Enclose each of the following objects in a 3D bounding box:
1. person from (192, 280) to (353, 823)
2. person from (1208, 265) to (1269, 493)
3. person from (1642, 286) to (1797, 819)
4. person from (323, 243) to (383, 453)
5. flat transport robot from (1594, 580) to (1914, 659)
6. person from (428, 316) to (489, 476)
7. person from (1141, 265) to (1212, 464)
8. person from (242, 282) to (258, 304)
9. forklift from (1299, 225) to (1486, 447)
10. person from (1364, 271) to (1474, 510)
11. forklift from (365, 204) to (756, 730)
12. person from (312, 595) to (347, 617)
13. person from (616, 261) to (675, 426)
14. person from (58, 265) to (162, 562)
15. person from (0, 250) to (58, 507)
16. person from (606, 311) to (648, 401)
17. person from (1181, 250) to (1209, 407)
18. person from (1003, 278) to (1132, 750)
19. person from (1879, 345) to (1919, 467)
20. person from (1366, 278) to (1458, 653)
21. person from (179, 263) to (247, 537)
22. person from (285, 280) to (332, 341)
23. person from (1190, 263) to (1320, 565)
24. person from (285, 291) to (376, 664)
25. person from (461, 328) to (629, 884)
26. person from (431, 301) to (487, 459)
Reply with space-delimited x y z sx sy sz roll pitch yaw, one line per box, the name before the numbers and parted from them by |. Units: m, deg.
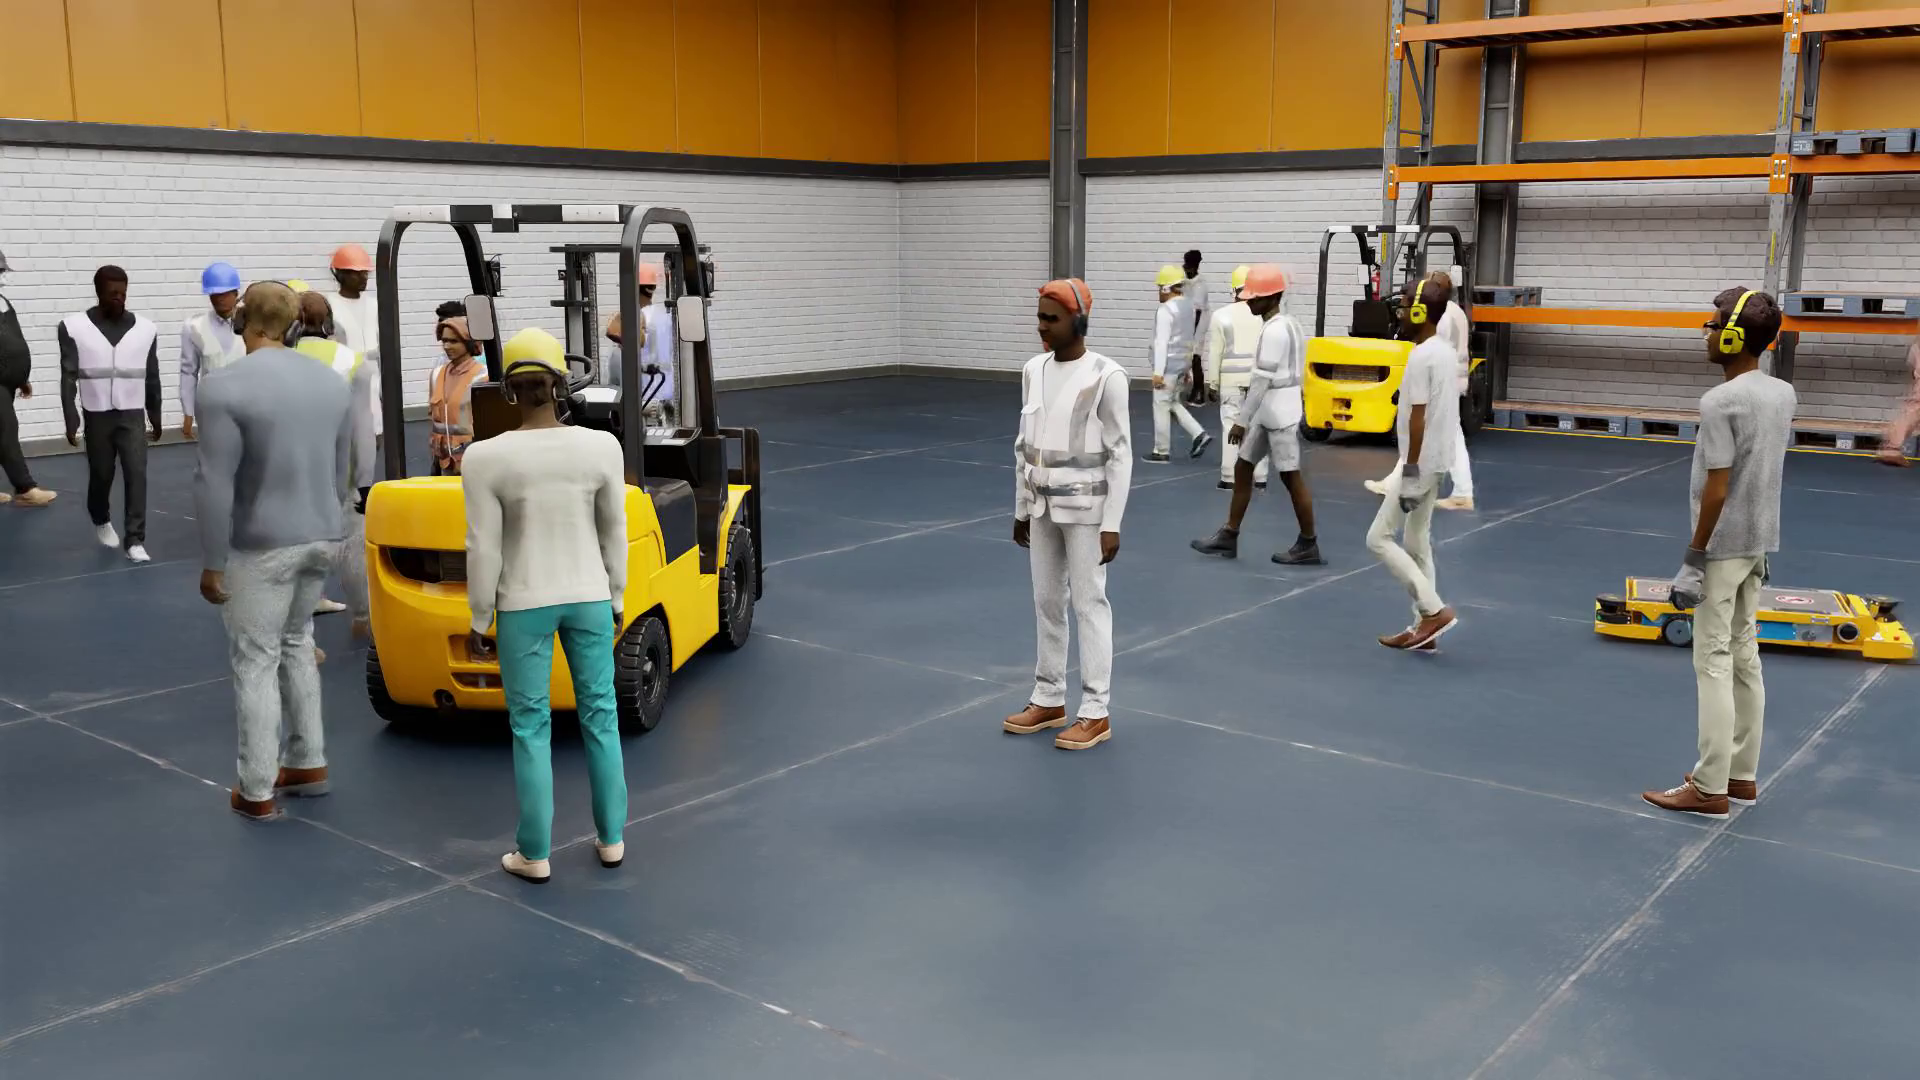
person | -2.426 0.035 5.952 0.416 1.901 0.655 5 11 24
person | 2.287 -1.289 13.408 0.586 1.837 0.403 0 10 -2
person | 2.703 0.051 5.888 0.514 1.873 0.328 -8 13 -37
person | -4.363 -1.097 11.845 0.807 2.020 0.616 7 12 32
flat transport robot | 4.014 0.381 8.495 1.431 0.197 0.652 4 11 21
person | -2.663 -0.392 9.010 0.515 1.632 0.311 6 12 31
person | 1.954 -1.578 15.082 0.546 1.815 0.595 7 12 33
person | -6.718 -1.655 15.995 0.501 1.633 0.283 2 10 11
forklift | 4.449 -2.115 16.993 1.214 2.155 2.313 8 13 38
person | 3.534 -1.138 12.678 0.935 1.788 0.613 6 12 29
forklift | -1.766 -0.406 7.525 1.214 2.155 2.313 1 10 7
person | -3.528 -0.443 8.955 0.549 1.737 0.427 8 13 39
person | -2.254 -1.052 11.969 0.977 1.890 0.558 2 10 10
person | -5.468 -0.825 10.706 0.609 1.889 0.803 -8 13 -37
person | -7.297 -1.271 12.739 0.921 2.000 0.698 0 10 -1
person | -2.221 -0.686 10.689 0.741 1.602 0.513 -3 11 -14
person | 2.875 -2.610 20.516 0.369 1.928 0.749 0 10 0
person | 0.430 -0.104 6.708 0.340 1.883 0.585 -9 13 -40
person | 8.757 -1.544 14.782 0.976 1.857 0.671 5 11 24
person | 2.217 -0.348 8.151 0.391 1.852 0.547 6 12 32
person | -4.760 -0.869 10.953 0.644 1.899 0.923 -2 10 -10
person | -4.496 -0.905 11.480 0.329 1.765 0.526 3 11 14
person | 1.854 -0.771 10.388 0.937 1.881 0.556 1 10 8
person | -3.152 -0.314 8.158 0.622 1.781 1.022 -2 10 -9
person | -1.310 0.212 5.302 0.523 1.763 0.329 -6 12 -29
person | -2.931 -0.566 9.823 0.548 1.679 0.381 9 14 41
